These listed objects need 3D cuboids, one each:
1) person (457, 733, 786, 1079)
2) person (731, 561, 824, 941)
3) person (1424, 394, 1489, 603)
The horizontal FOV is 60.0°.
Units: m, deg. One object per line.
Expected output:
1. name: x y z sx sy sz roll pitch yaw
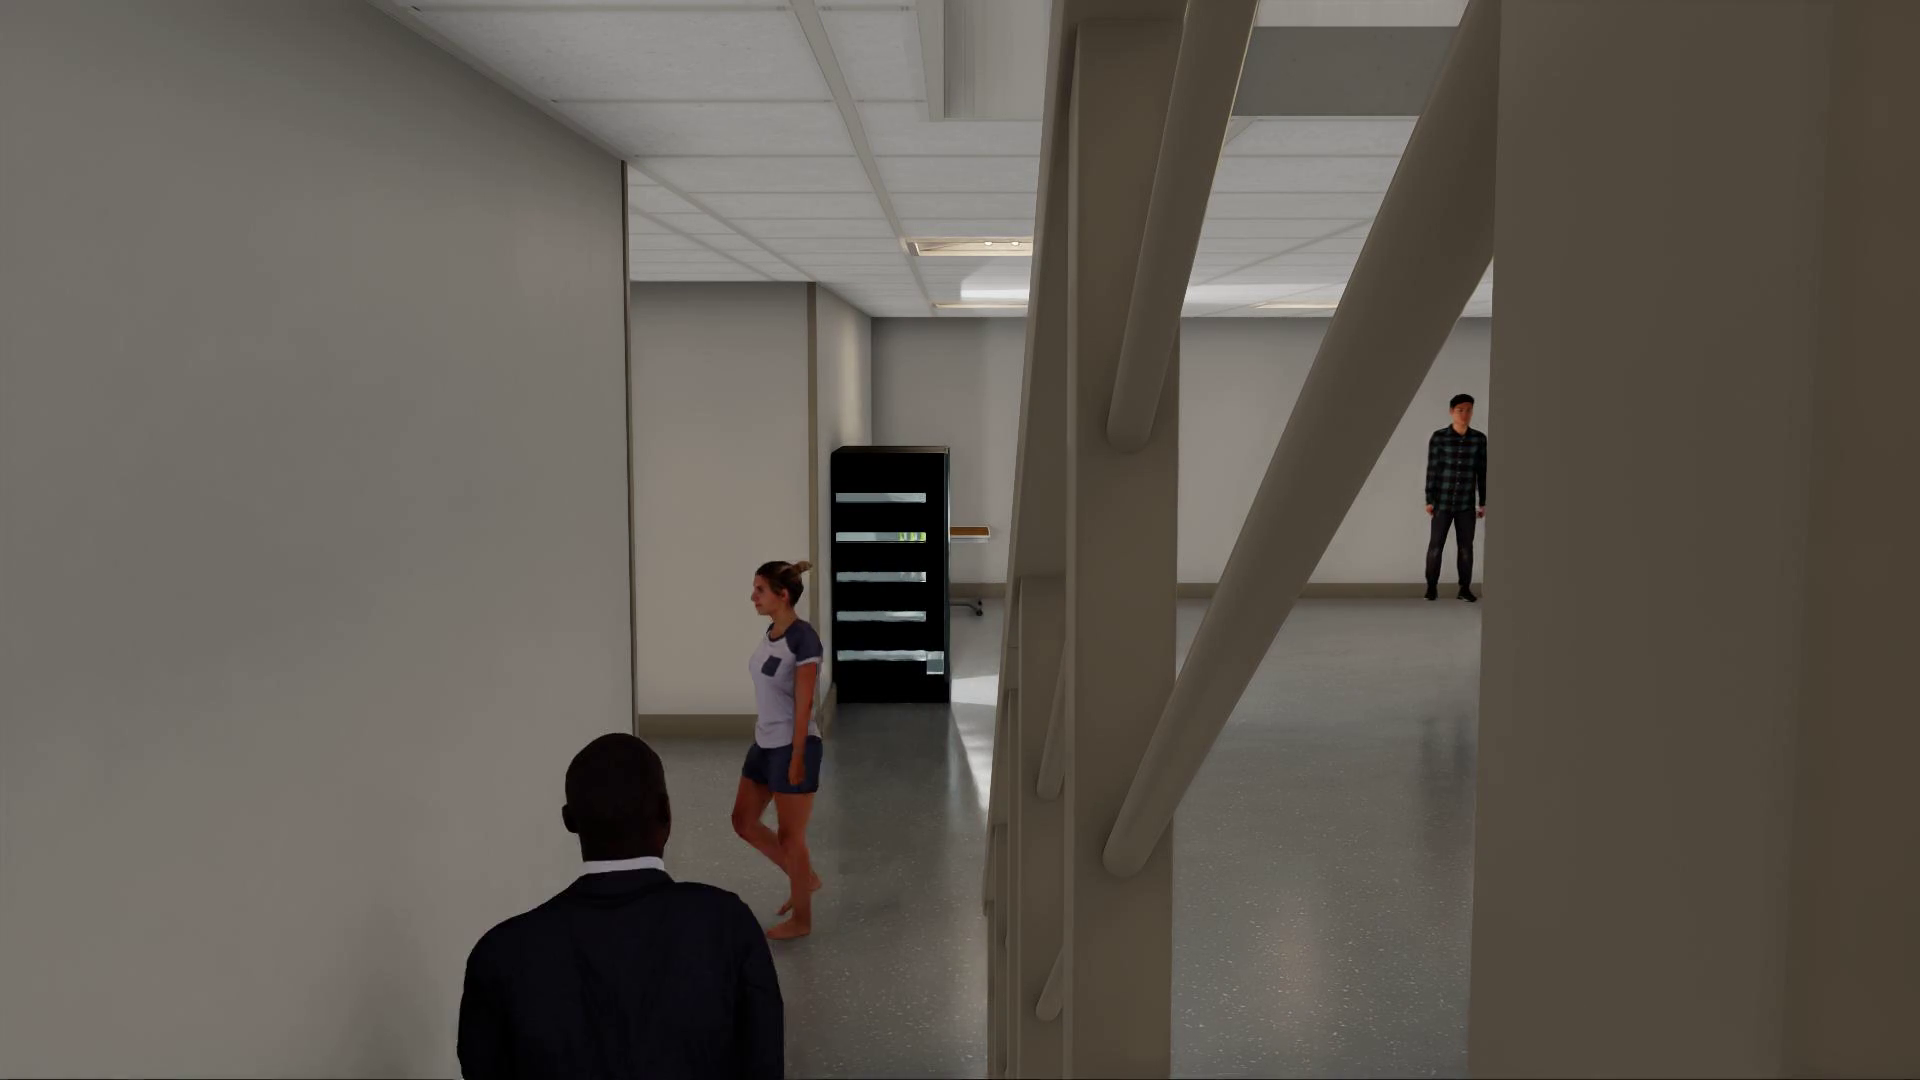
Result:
1. person: -0.528 1.234 2.727 0.681 1.805 0.981 0 6 -1
2. person: -0.680 0.888 7.121 0.762 1.613 0.691 -4 7 -32
3. person: 4.028 -0.346 13.586 0.719 1.705 0.621 1 6 10
